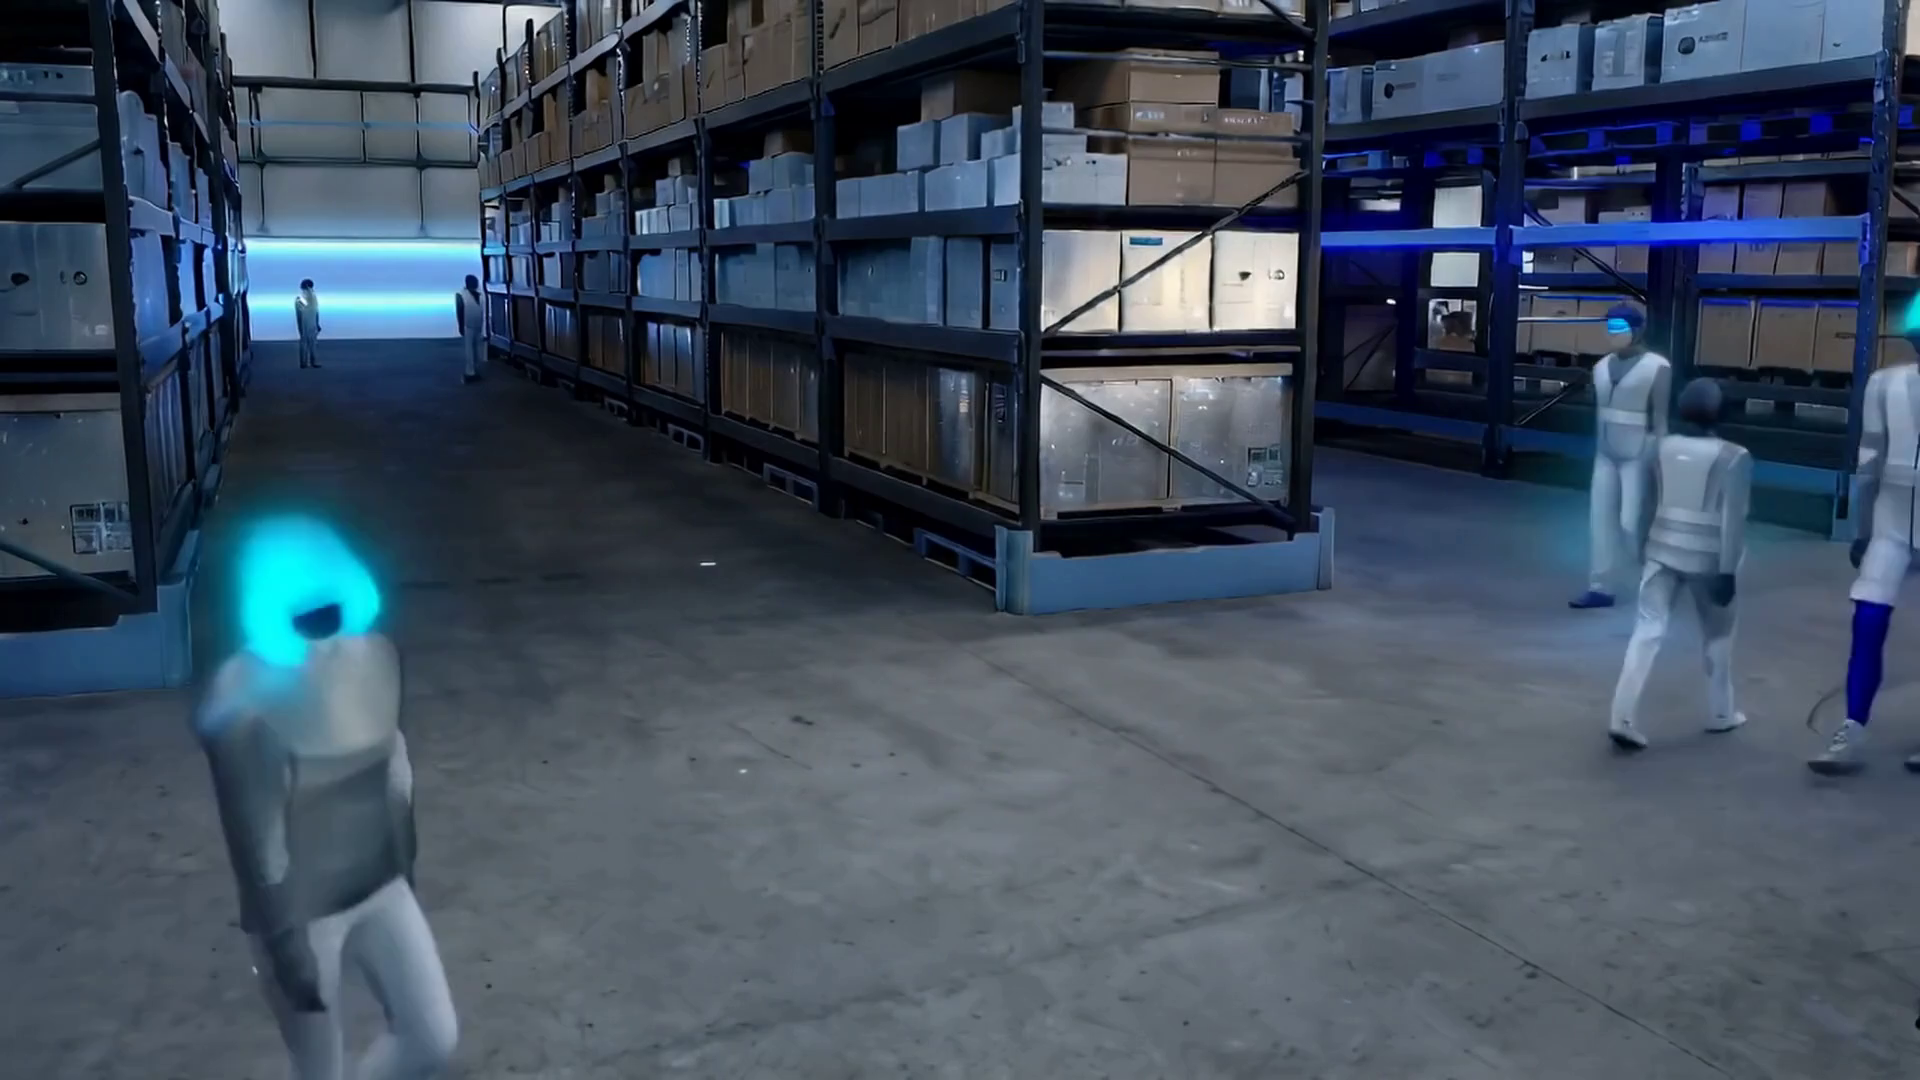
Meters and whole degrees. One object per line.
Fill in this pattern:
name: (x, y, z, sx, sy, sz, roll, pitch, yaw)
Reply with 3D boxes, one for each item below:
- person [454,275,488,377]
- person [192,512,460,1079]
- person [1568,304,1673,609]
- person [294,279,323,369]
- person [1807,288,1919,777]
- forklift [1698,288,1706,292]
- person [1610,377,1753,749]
person: (-8.847, -3.879, 30.202, 0.429, 1.844, 0.627, 6, 11, 31)
person: (-1.232, 0.734, 3.260, 0.361, 1.610, 0.508, 5, 11, 30)
person: (4.027, -0.491, 9.932, 0.660, 1.830, 0.574, -4, 10, -24)
person: (-12.697, -4.204, 32.454, 0.360, 1.742, 0.563, 4, 10, 21)
person: (3.787, -0.019, 6.581, 0.916, 2.002, 0.640, -7, 12, -36)
forklift: (12.227, -3.811, 26.687, 1.129, 2.768, 1.873, 7, 12, 36)
person: (3.107, 0.099, 7.138, 0.905, 1.591, 0.524, -7, 12, -36)
